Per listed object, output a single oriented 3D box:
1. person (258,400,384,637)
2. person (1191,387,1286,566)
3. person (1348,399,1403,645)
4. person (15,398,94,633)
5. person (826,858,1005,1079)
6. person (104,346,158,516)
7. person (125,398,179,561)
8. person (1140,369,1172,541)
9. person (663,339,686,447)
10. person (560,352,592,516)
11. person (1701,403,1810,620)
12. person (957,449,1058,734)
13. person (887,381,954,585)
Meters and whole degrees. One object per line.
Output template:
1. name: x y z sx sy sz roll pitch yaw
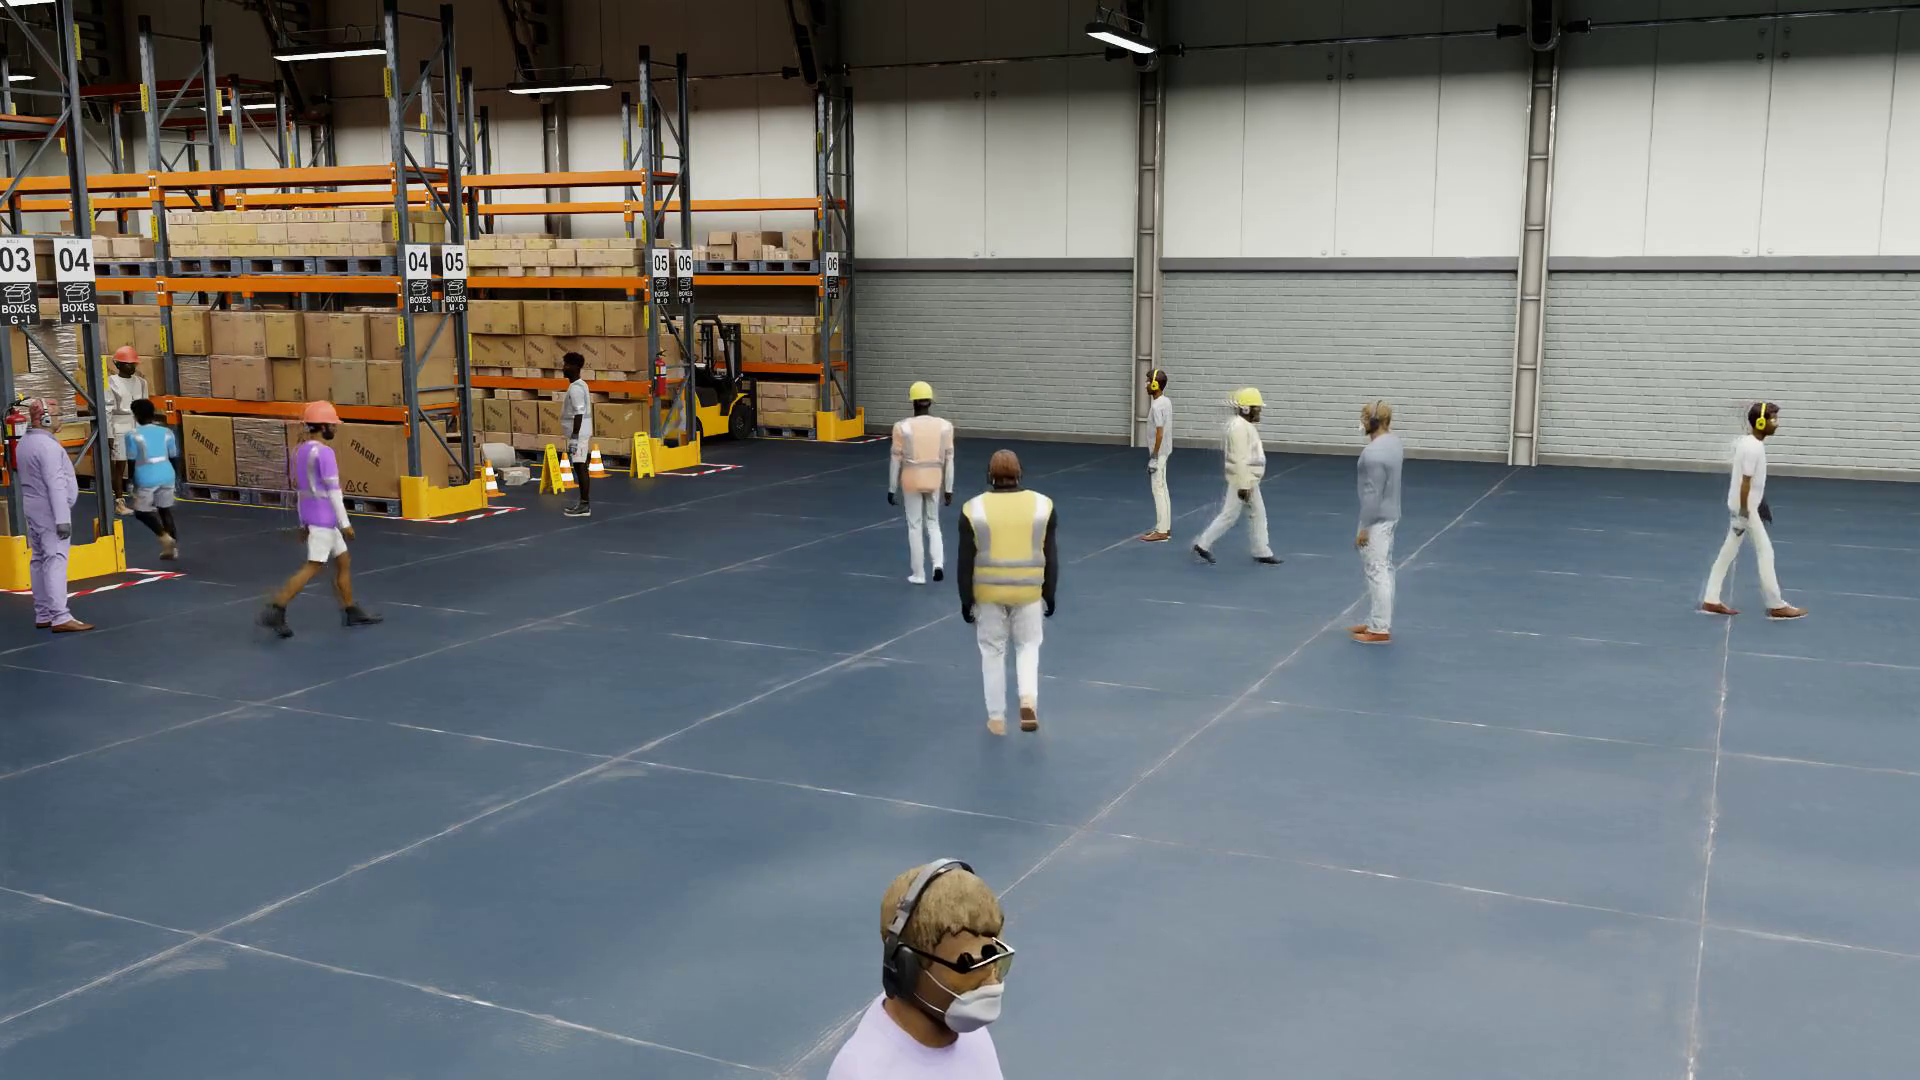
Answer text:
1. person: -5.236 -0.177 13.456 0.977 1.905 0.540 -7 11 -35
2. person: 2.755 -0.623 16.493 0.896 1.799 0.607 3 10 17
3. person: 3.285 -0.144 13.107 0.355 1.937 0.634 5 11 28
4. person: -7.396 -0.202 13.559 0.643 1.910 0.400 9 13 42
5. person: -0.070 1.505 3.009 0.379 1.937 0.629 2 9 12
6. person: -9.940 -1.301 19.925 0.403 2.035 0.606 5 10 28
7. person: -8.065 -0.587 16.658 0.468 1.658 0.553 5 11 28
8. person: 2.142 -0.914 18.046 0.309 1.868 0.535 3 10 18
9. person: -4.540 -2.258 26.371 0.591 1.842 0.617 -3 10 -16
10. person: -4.590 -1.266 19.899 0.368 1.966 0.603 -1 9 -9
11. person: 6.762 -0.241 14.028 0.900 1.829 0.546 3 10 17
12. person: 0.296 0.346 10.429 0.645 1.832 0.506 -1 9 -5
13. person: -0.372 -0.521 15.497 0.600 1.911 0.406 -4 10 -21
